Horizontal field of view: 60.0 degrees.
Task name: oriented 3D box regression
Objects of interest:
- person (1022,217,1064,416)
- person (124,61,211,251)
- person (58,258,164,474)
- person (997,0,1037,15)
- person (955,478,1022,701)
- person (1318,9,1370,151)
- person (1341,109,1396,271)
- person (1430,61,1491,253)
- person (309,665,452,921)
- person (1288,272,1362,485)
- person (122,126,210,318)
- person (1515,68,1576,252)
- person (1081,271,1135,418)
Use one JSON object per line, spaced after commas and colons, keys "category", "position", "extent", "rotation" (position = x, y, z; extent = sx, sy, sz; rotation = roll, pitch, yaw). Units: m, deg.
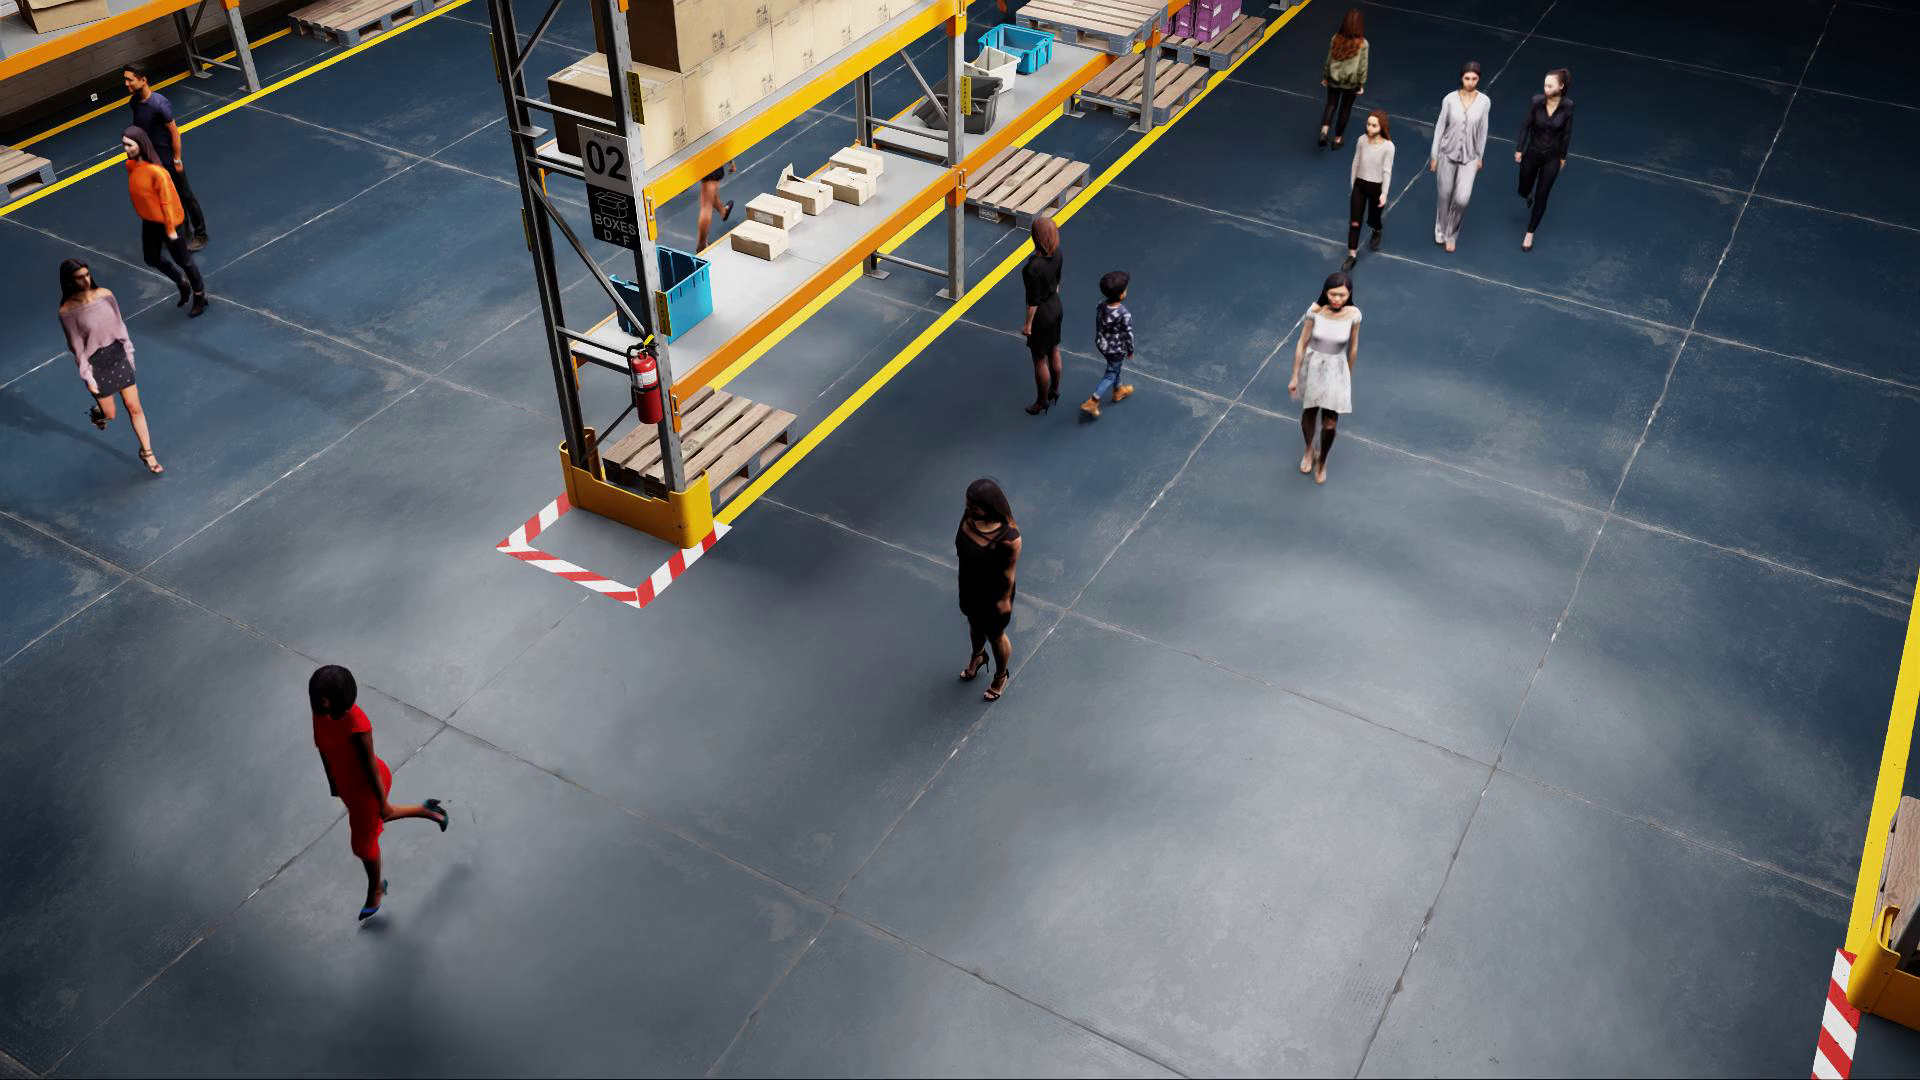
{"category": "person", "position": [0.656, -1.746, 13.014], "extent": [0.659, 1.704, 0.456], "rotation": [23, 44, 26]}
{"category": "person", "position": [-7.246, -3.511, 15.154], "extent": [0.645, 1.793, 0.527], "rotation": [18, 42, 21]}
{"category": "person", "position": [-6.406, -1.290, 12.373], "extent": [0.759, 1.793, 0.924], "rotation": [25, 45, 28]}
{"category": "person", "position": [0.745, -7.159, 19.624], "extent": [0.768, 1.915, 1.104], "rotation": [27, 46, 30]}
{"category": "person", "position": [0.172, 0.294, 10.454], "extent": [0.746, 1.712, 0.747], "rotation": [-24, 44, -27]}
{"category": "person", "position": [3.842, -4.603, 16.781], "extent": [0.593, 1.469, 0.704], "rotation": [20, 43, 23]}
{"category": "person", "position": [3.728, -3.190, 15.010], "extent": [0.552, 1.471, 0.892], "rotation": [22, 44, 25]}
{"category": "person", "position": [4.559, -3.552, 15.232], "extent": [0.693, 1.759, 0.721], "rotation": [11, 40, 13]}
{"category": "person", "position": [-3.218, 1.325, 9.161], "extent": [0.630, 1.714, 0.995], "rotation": [23, 44, 26]}
{"category": "person", "position": [2.687, -1.253, 12.352], "extent": [0.728, 1.762, 0.789], "rotation": [10, 40, 13]}
{"category": "person", "position": [-6.751, -2.751, 14.247], "extent": [0.627, 1.738, 0.592], "rotation": [17, 42, 20]}
{"category": "person", "position": [5.326, -3.527, 15.255], "extent": [0.720, 1.691, 0.977], "rotation": [10, 40, 12]}
{"category": "person", "position": [1.174, -1.535, 13.130], "extent": [0.904, 1.231, 0.678], "rotation": [-27, 46, -30]}
